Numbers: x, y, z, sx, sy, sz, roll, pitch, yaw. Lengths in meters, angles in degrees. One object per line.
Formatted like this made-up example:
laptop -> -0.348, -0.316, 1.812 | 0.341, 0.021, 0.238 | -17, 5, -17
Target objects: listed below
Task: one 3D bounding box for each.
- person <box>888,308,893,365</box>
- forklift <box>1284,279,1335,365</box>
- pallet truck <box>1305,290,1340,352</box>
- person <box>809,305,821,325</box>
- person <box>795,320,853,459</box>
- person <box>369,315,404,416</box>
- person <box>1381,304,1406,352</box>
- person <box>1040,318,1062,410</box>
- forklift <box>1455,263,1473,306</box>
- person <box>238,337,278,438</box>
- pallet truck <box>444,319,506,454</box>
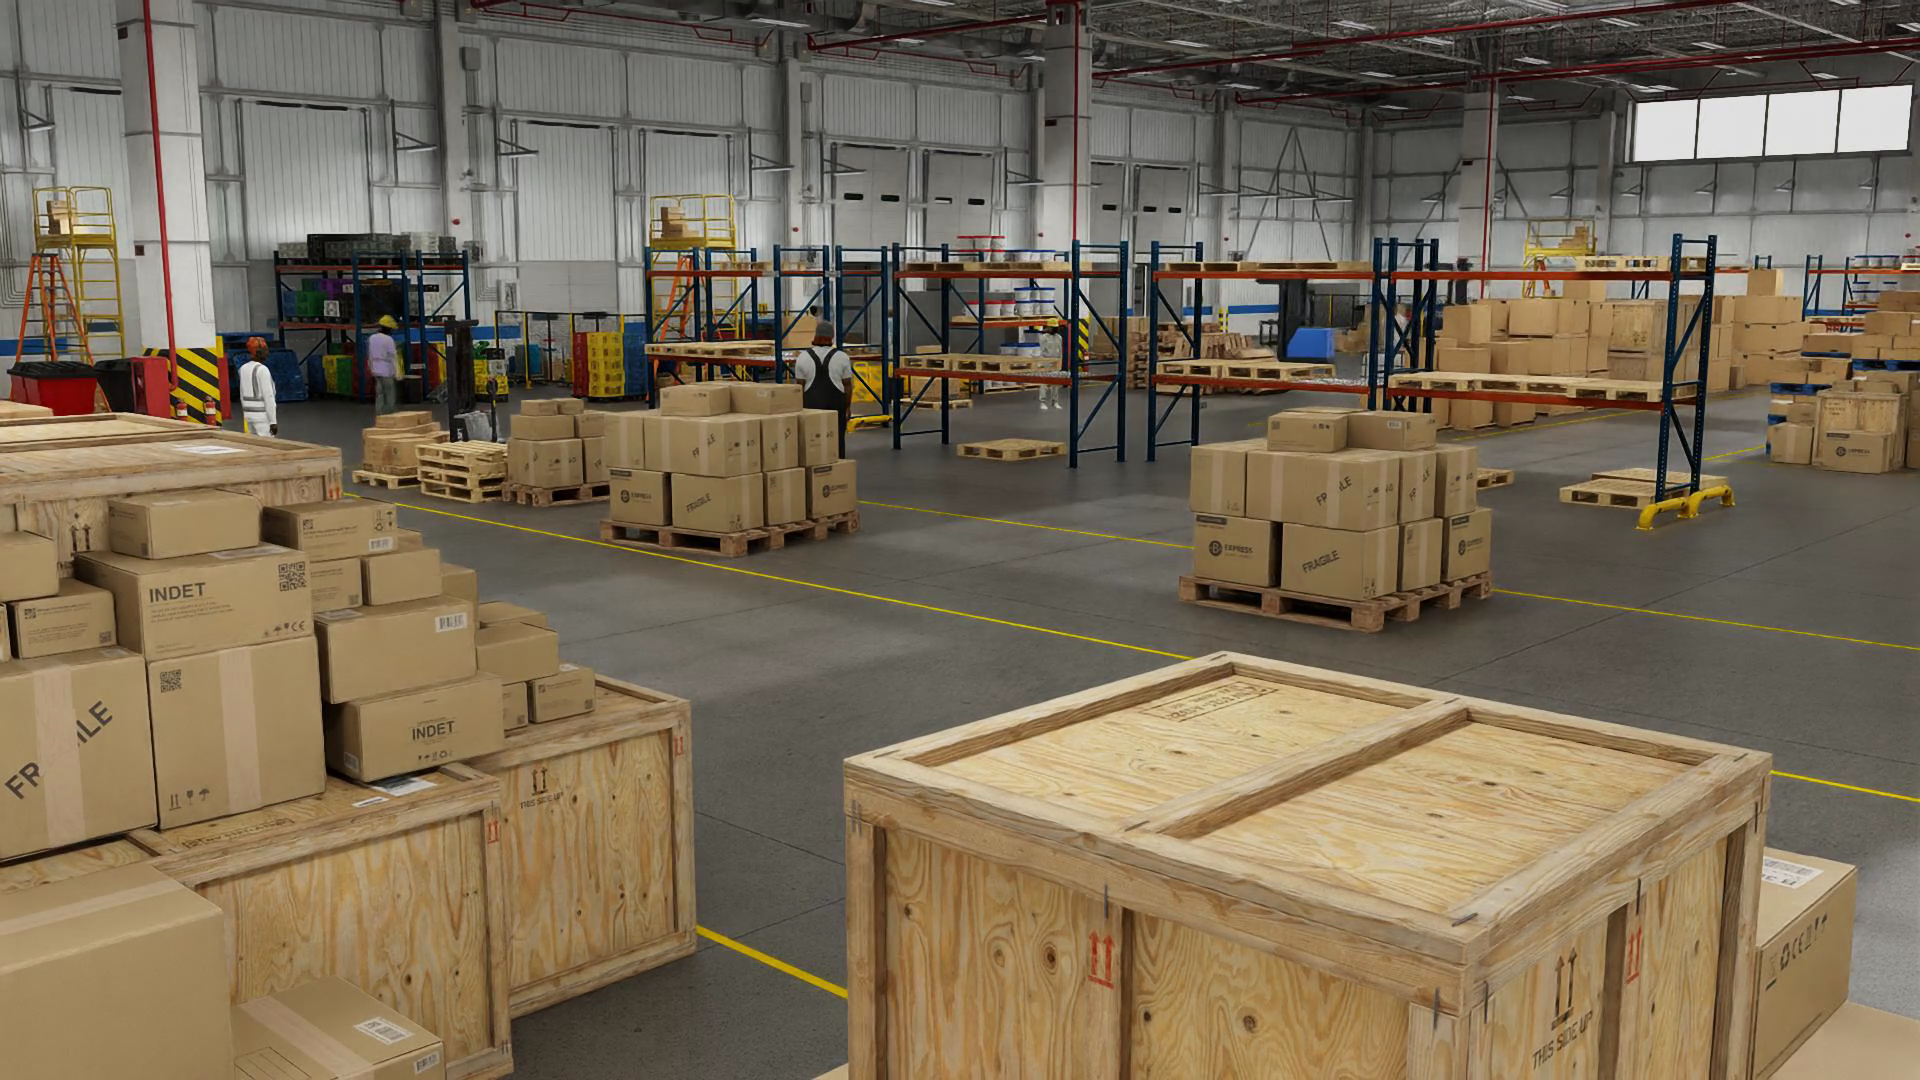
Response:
person -> -1.798, -5.224, 43.372 | 0.311, 1.638, 0.523 | -2, 9, -11
forklift -> 9.036, -6.034, 44.542 | 1.873, 2.768, 1.129 | 4, 10, 25
pallet truck -> 11.297, -6.951, 52.861 | 1.885, 1.965, 0.823 | -5, 11, -29
person -> -3.992, -5.431, 44.500 | 0.541, 1.682, 0.549 | -7, 11, -36
person -> -1.633, -1.649, 20.222 | 0.683, 2.000, 0.537 | 0, 9, 3
person -> -9.432, -2.717, 27.261 | 0.631, 1.889, 0.428 | 5, 11, 29
person -> 9.951, -4.512, 38.241 | 0.630, 1.897, 1.014 | 7, 12, 37
person -> 1.743, -3.334, 31.494 | 0.488, 1.736, 0.321 | -5, 11, -30
forklift -> 14.052, -6.377, 46.644 | 1.873, 2.768, 1.129 | 3, 10, 17
person -> -7.996, -1.375, 19.032 | 0.574, 1.882, 0.356 | 7, 12, 37
pallet truck -> -6.981, -1.942, 22.150 | 1.885, 1.965, 0.823 | 1, 9, 9
